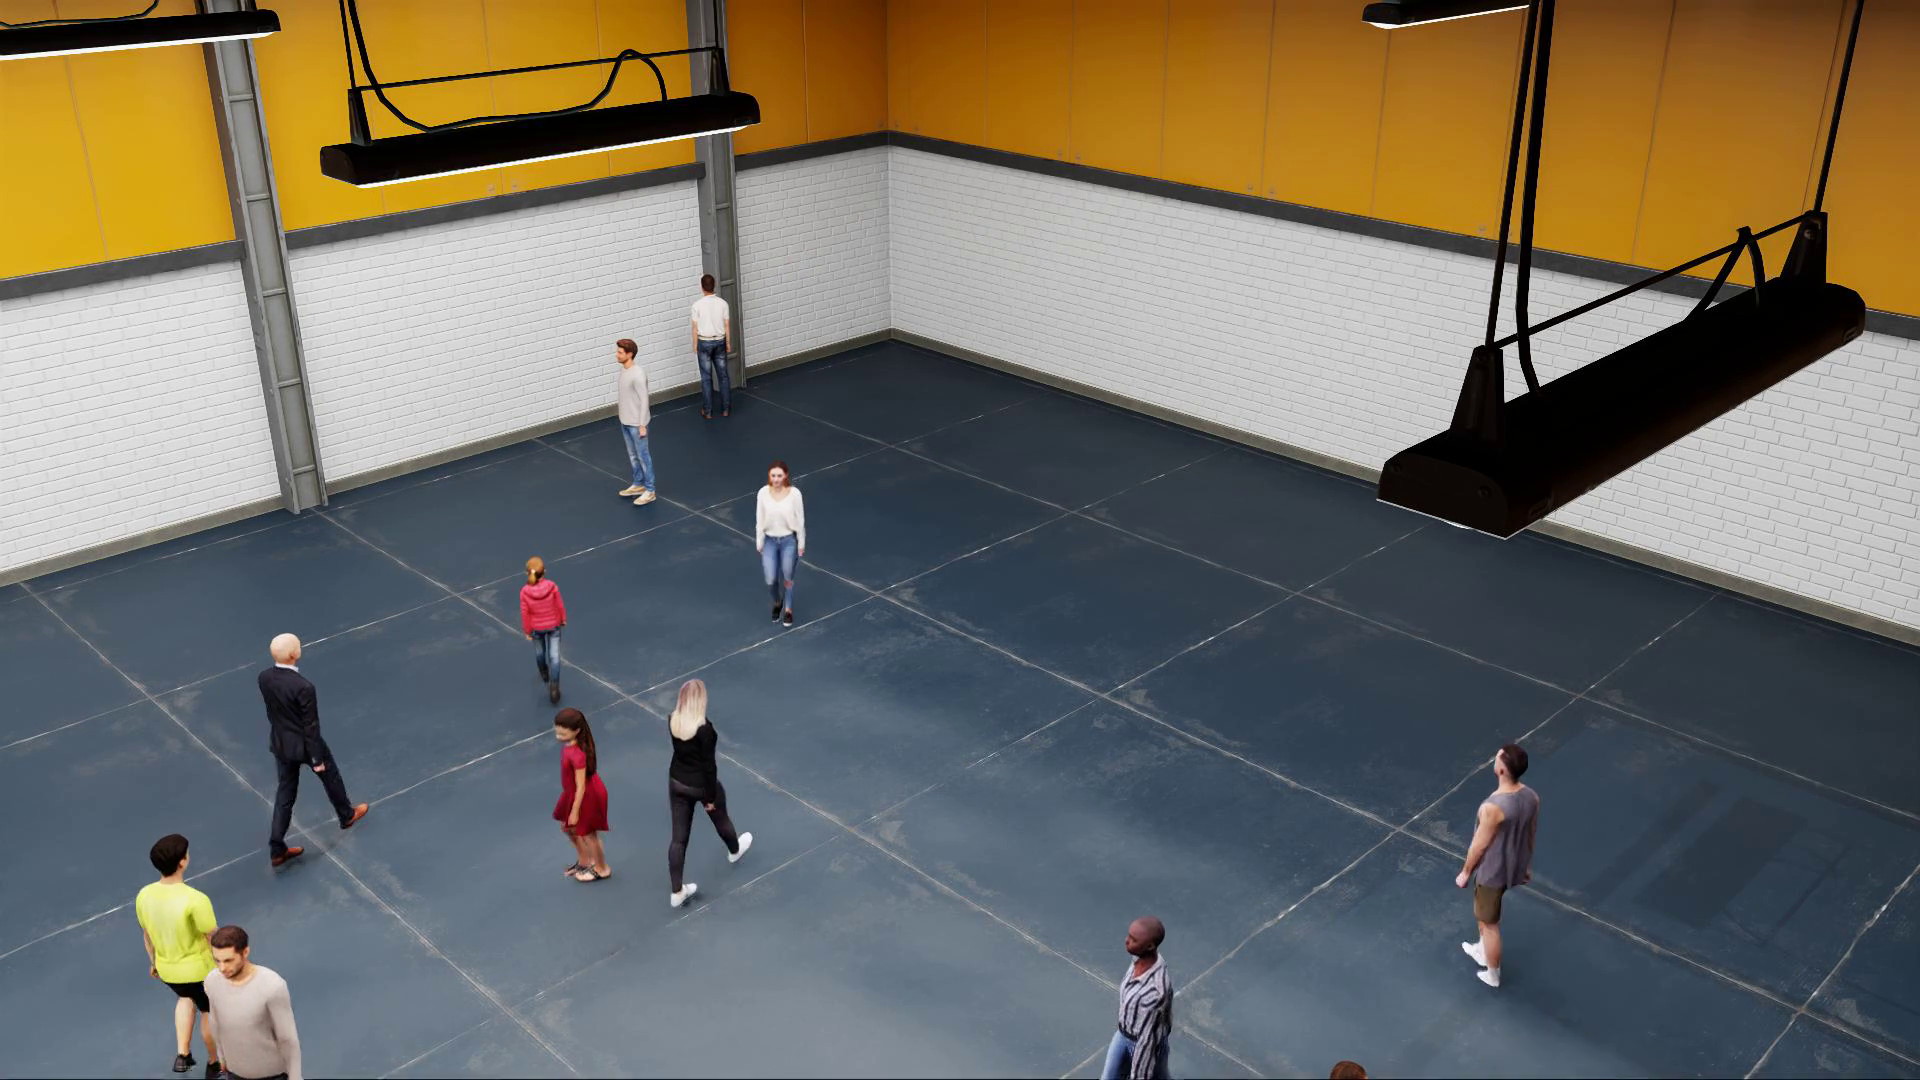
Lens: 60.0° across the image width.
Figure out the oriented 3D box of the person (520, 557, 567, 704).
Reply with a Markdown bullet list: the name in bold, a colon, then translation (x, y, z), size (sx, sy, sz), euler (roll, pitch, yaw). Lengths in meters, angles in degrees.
- **person**: translation (-3.614, 0.794, 14.519), size (0.885, 1.290, 0.885), euler (-4, 24, -8)

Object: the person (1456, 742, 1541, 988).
- **person**: translation (3.570, 2.199, 10.859), size (0.679, 1.830, 0.753), euler (-16, 28, -32)

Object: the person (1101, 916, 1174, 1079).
- **person**: translation (1.111, 2.857, 9.226), size (1.251, 1.749, 1.086), euler (-4, 24, -8)

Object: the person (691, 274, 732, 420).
- **person**: translation (-3.178, -2.485, 21.321), size (0.622, 1.850, 0.781), euler (-11, 26, -23)

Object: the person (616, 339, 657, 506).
- **person**: translation (-3.641, -1.342, 18.643), size (0.599, 1.902, 0.697), euler (-17, 29, -34)

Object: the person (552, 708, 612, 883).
- **person**: translation (-2.620, 1.826, 11.870), size (0.733, 1.521, 0.706), euler (-6, 24, -13)

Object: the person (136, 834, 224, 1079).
- **person**: translation (-4.666, 2.566, 9.956), size (0.810, 1.698, 0.863), euler (3, 24, 6)

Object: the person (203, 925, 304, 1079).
- **person**: translation (-3.800, 2.852, 9.140), size (1.090, 1.827, 1.160), euler (1, 24, 2)

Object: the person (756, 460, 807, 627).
- **person**: translation (-1.695, 0.011, 15.825), size (0.733, 1.679, 0.786), euler (1, 24, 2)

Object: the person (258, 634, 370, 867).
- **person**: translation (-4.910, 1.560, 12.184), size (1.010, 1.757, 1.271), euler (10, 25, 21)

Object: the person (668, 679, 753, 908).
- **person**: translation (-1.943, 1.814, 11.750), size (0.821, 1.640, 1.176), euler (12, 26, 25)

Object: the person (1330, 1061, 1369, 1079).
- **person**: translation (1.871, 3.291, 8.317), size (0.715, 1.683, 0.541), euler (15, 28, 31)
